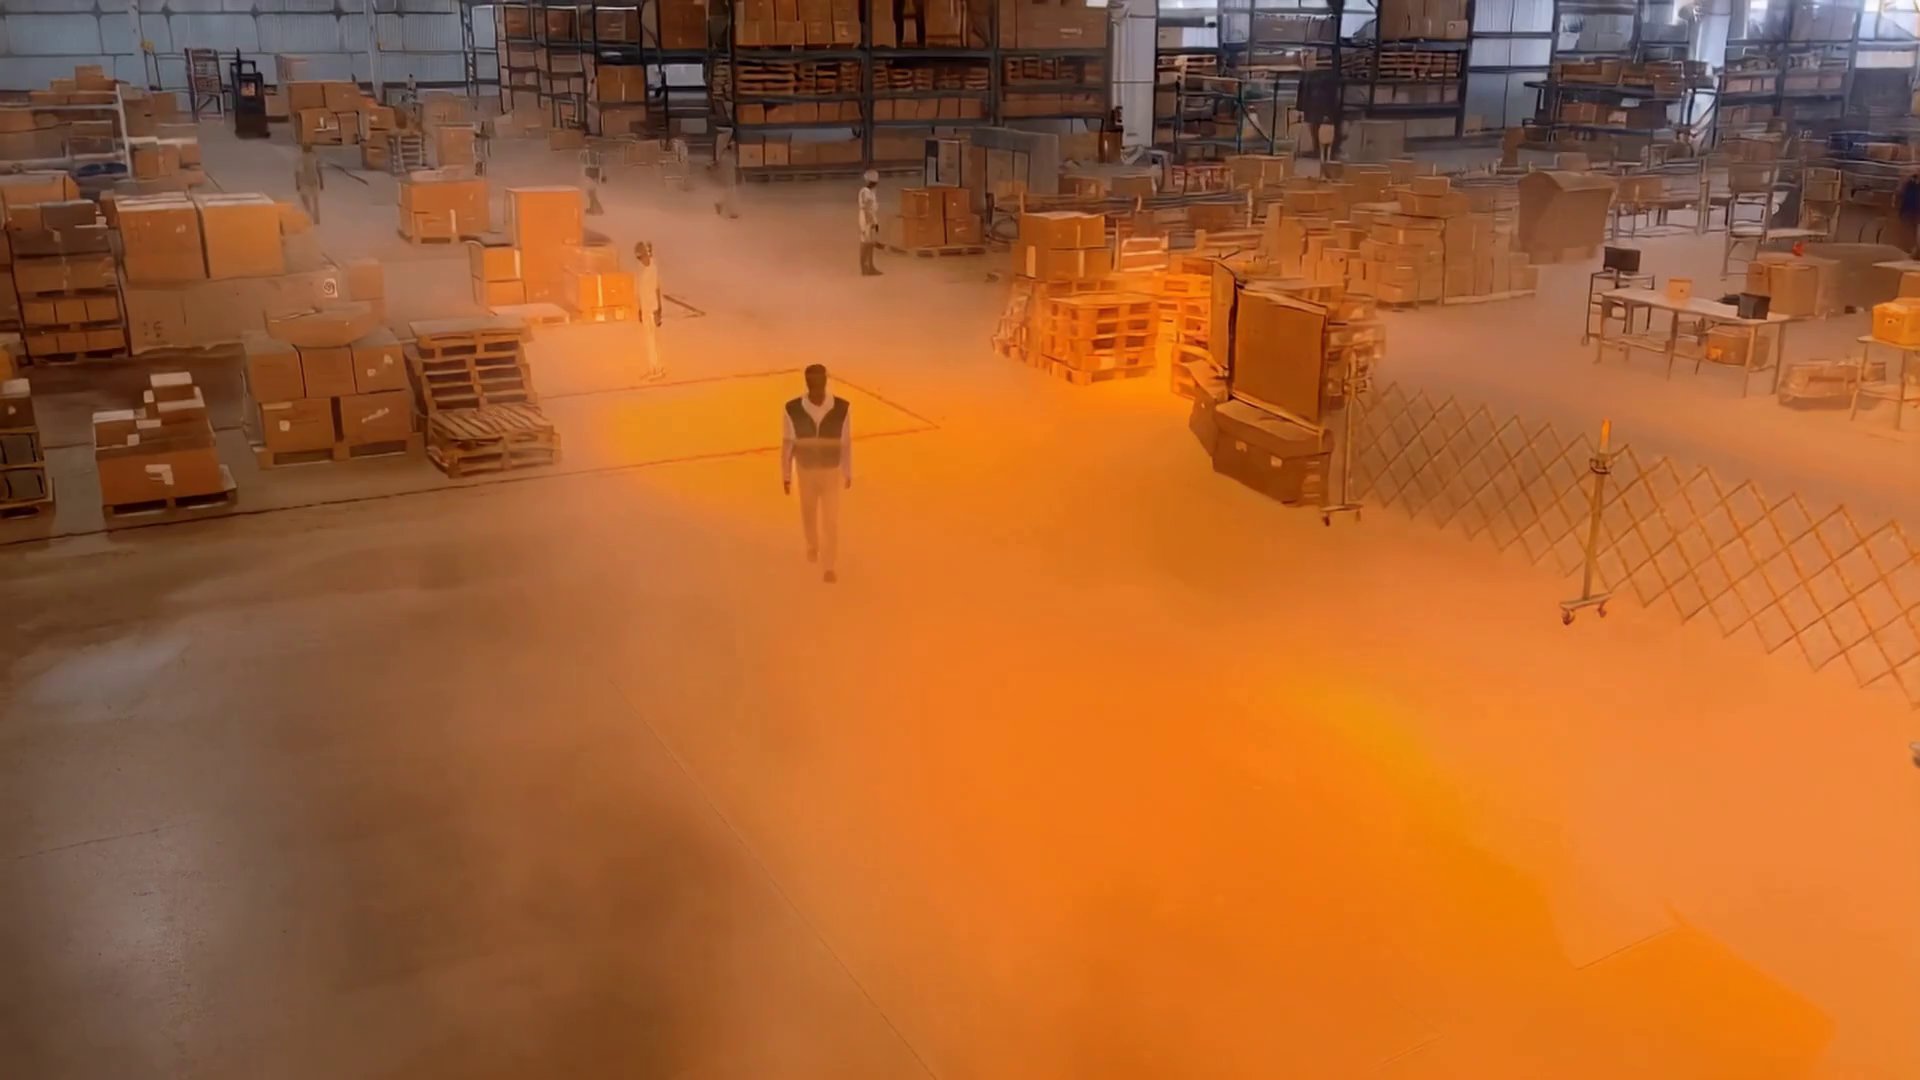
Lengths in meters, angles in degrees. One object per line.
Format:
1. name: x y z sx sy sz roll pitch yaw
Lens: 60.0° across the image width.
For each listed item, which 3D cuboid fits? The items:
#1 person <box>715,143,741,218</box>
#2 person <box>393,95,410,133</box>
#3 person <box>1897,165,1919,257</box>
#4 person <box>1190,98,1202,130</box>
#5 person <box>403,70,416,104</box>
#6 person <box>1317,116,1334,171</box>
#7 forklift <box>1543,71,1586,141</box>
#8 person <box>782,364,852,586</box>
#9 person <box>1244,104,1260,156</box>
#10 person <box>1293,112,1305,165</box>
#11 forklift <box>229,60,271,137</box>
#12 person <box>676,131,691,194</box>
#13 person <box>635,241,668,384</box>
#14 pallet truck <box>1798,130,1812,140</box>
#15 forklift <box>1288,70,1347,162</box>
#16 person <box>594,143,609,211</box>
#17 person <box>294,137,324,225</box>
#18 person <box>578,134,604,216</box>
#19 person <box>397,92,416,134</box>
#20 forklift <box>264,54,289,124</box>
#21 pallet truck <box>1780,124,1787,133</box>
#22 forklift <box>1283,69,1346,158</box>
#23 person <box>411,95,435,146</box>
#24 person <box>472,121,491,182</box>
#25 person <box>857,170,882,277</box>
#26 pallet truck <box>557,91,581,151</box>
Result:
1. person: -5.442 -8.396 38.851 0.549 1.749 0.520 2 18 6
2. person: -18.479 -13.724 55.112 0.616 1.959 0.651 11 21 32
3. person: 18.792 -6.468 32.738 0.489 1.806 0.607 -8 20 -24
4. person: 8.930 -16.078 62.933 0.539 1.655 0.882 10 20 28
5. person: -25.753 -21.037 77.937 0.547 1.937 0.379 0 18 0
6. person: 10.990 -11.925 50.021 0.497 1.633 0.284 -3 18 -10
7. forklift: 18.685 -13.231 52.085 1.873 2.768 1.129 -9 20 -26
8. person: -1.236 -0.613 14.380 0.604 1.875 1.008 -2 18 -6
9. person: 9.540 -13.358 54.355 0.543 1.718 0.924 -7 19 -21
10. person: 10.620 -12.557 51.991 0.269 1.632 0.509 16 24 40
11. forklift: -27.041 -16.760 63.084 1.129 2.768 1.873 -9 20 -27
12. person: -7.294 -9.961 43.917 0.372 1.622 0.539 -1 18 -4
13. person: -4.070 -2.982 21.786 0.330 1.861 0.503 -17 24 -42
14. pallet truck: 25.526 -11.556 49.408 1.630 1.274 0.653 -9 20 -26
15. forklift: 11.608 -13.590 53.202 1.129 2.768 1.873 -15 23 -39
16. person: -8.730 -8.824 40.363 0.561 1.613 0.534 6 19 19
17. person: -14.735 -8.127 37.672 0.629 1.944 0.447 -12 21 -33
18. person: -8.695 -8.590 39.213 0.704 1.889 0.536 13 22 34
19. person: -19.389 -14.715 58.274 0.619 1.911 0.381 -10 20 -29
20. forklift: -28.661 -19.096 70.368 1.873 2.768 1.129 -9 20 -26
21. pallet truck: 25.206 -12.542 52.601 1.601 1.201 0.680 0 18 -2
22. forklift: 11.615 -13.871 54.079 1.129 2.768 1.873 -9 20 -27
23. person: -19.193 -14.885 59.034 1.006 1.787 0.635 -3 18 -9
24. person: -13.455 -10.920 46.816 0.334 1.686 0.535 15 23 39
25. person: -1.638 -5.800 30.451 0.366 1.930 0.542 9 20 25
26. pallet truck: -13.495 -14.412 57.188 0.823 1.965 1.885 -3 18 -9
